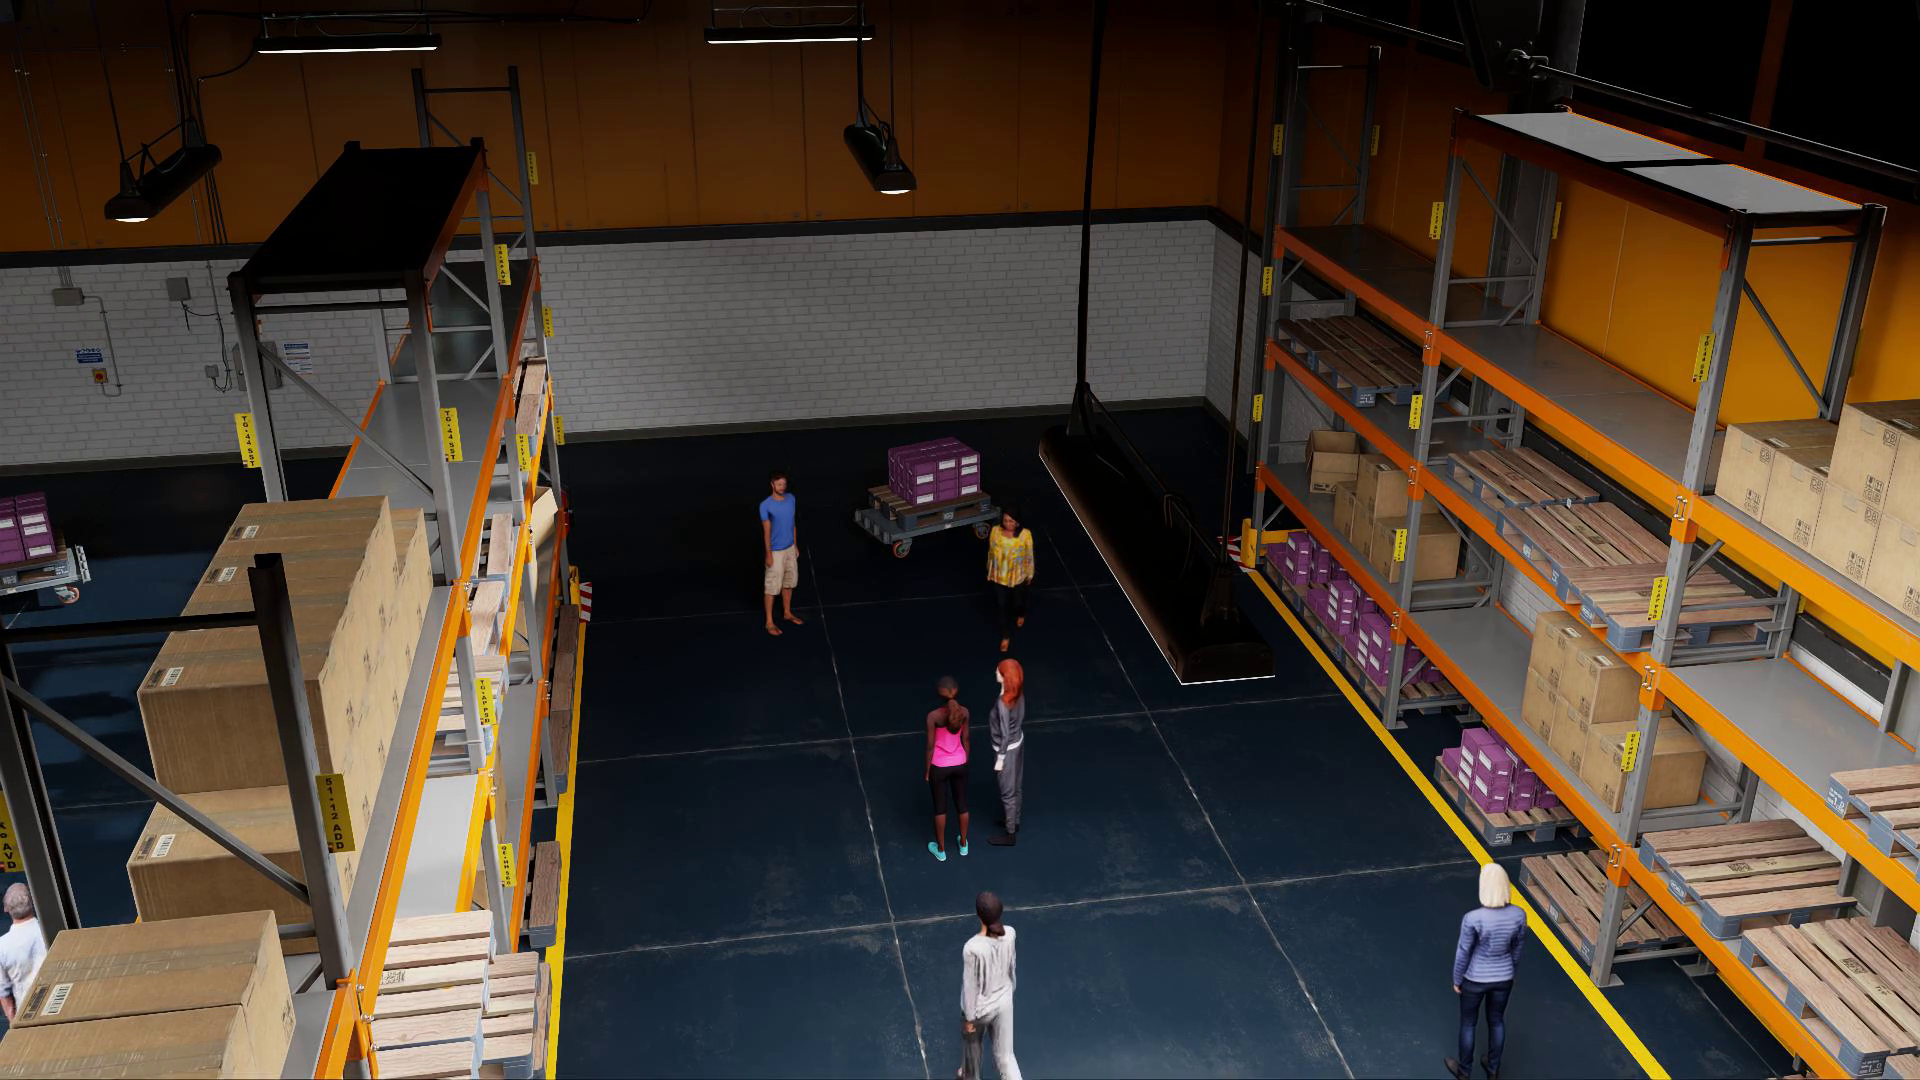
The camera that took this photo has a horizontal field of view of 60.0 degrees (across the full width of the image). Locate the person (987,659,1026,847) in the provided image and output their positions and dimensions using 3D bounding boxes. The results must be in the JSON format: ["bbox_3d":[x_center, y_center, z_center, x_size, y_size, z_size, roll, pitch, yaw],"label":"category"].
[{"bbox_3d":[0.417,1.812,14.324,0.720,1.779,0.599,7,25,16],"label":"person"}]

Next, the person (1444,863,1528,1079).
[{"bbox_3d":[3.676,3.034,11.580,0.639,1.738,0.544,-3,24,-6],"label":"person"}]

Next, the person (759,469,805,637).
[{"bbox_3d":[-1.970,0.094,18.151,0.760,1.862,0.733,20,31,38],"label":"person"}]

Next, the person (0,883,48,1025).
[{"bbox_3d":[-6.126,3.168,11.198,0.863,1.797,1.071,-11,26,-23],"label":"person"}]

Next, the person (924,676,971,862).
[{"bbox_3d":[-0.096,1.929,14.122,0.587,1.726,0.590,-8,25,-17],"label":"person"}]

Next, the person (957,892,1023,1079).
[{"bbox_3d":[0.249,3.198,11.205,0.850,1.737,1.169,-12,26,-25],"label":"person"}]

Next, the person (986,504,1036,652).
[{"bbox_3d":[0.548,0.371,17.791,0.891,1.642,0.995,5,24,12],"label":"person"}]
